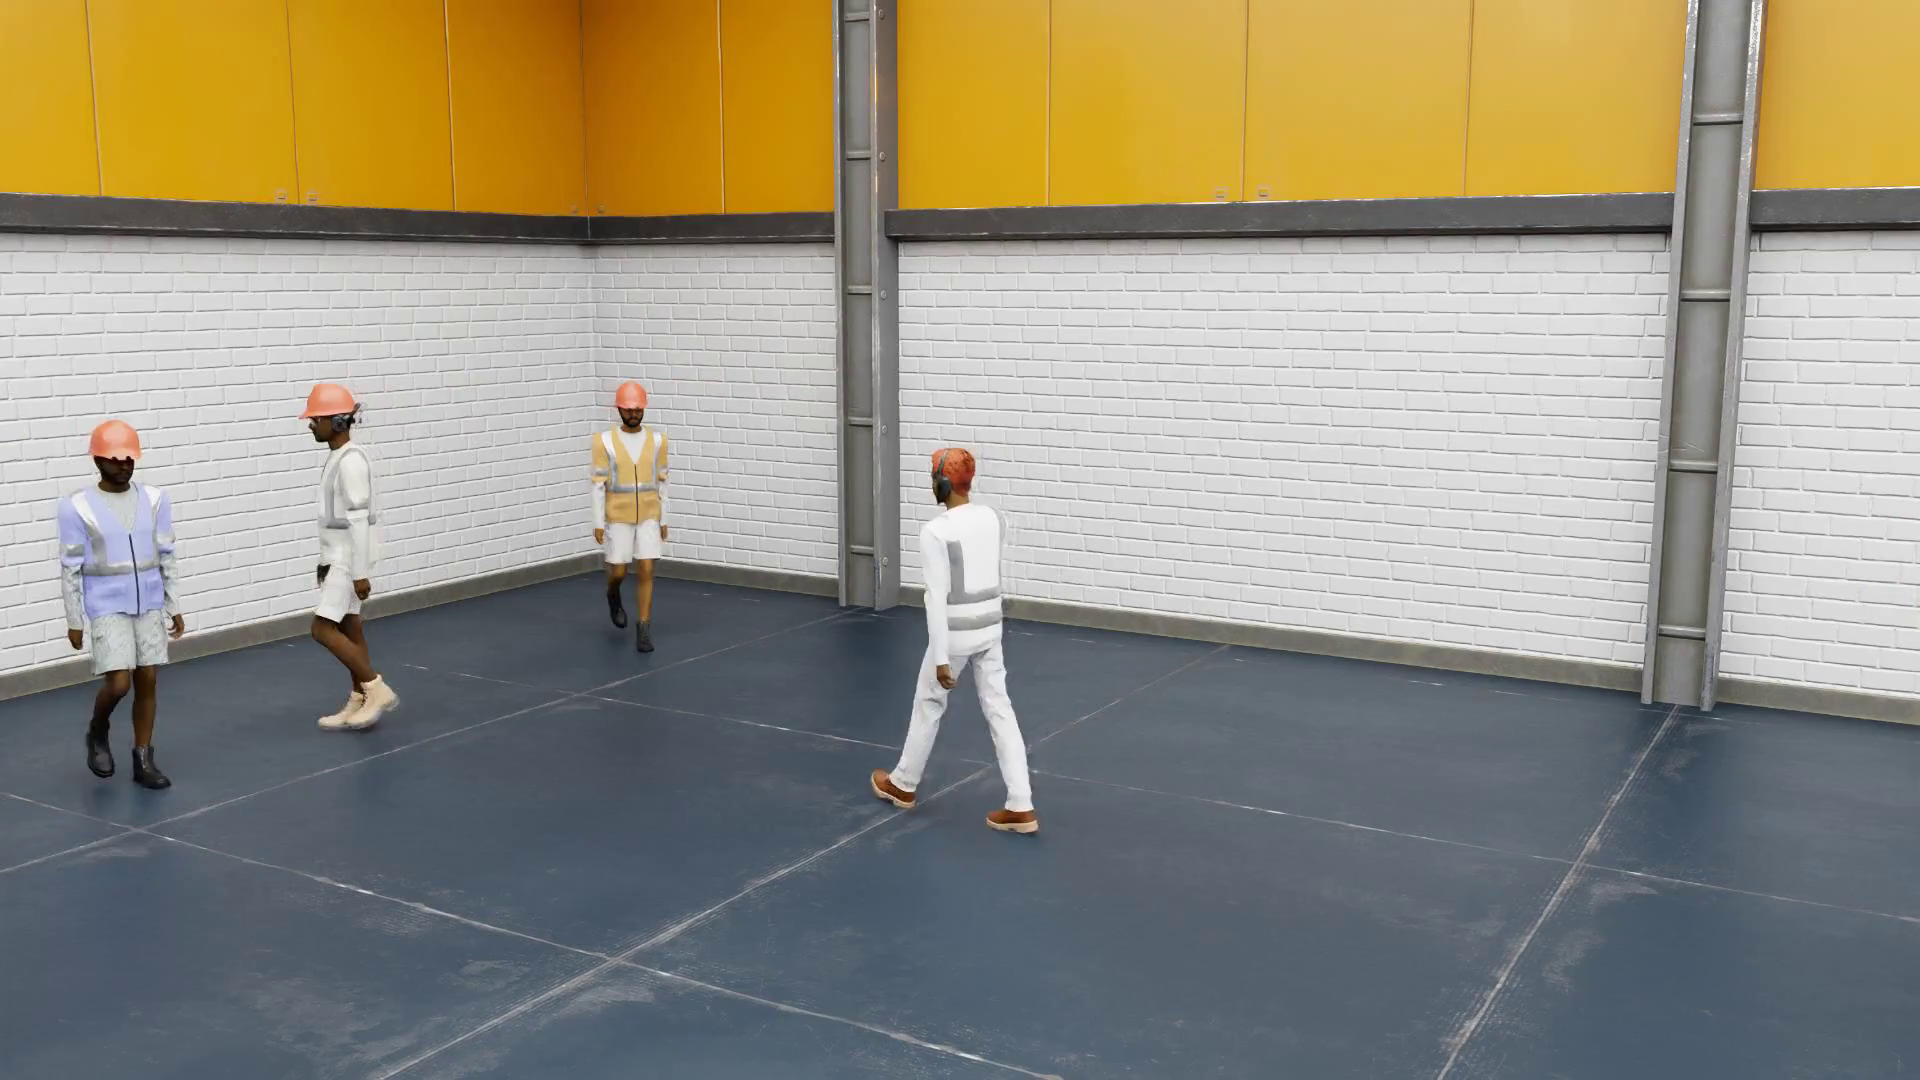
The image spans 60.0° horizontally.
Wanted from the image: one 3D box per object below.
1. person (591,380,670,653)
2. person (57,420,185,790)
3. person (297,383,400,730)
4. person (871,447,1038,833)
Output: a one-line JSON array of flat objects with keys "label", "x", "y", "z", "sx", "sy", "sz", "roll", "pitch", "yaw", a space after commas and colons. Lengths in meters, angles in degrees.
[{"label": "person", "x": -2.351, "y": -0.192, "z": 11.816, "sx": 0.556, "sy": 1.915, "sz": 0.718, "roll": -4, "pitch": 10, "yaw": -23}, {"label": "person", "x": -4.276, "y": 0.339, "z": 8.504, "sx": 0.477, "sy": 1.922, "sz": 0.541, "roll": 7, "pitch": 12, "yaw": 38}, {"label": "person", "x": -3.563, "y": 0.109, "z": 9.577, "sx": 0.411, "sy": 2.027, "sz": 0.624, "roll": -4, "pitch": 10, "yaw": -22}, {"label": "person", "x": -0.003, "y": 0.466, "z": 7.993, "sx": 0.581, "sy": 1.831, "sz": 1.011, "roll": -8, "pitch": 12, "yaw": -42}]
